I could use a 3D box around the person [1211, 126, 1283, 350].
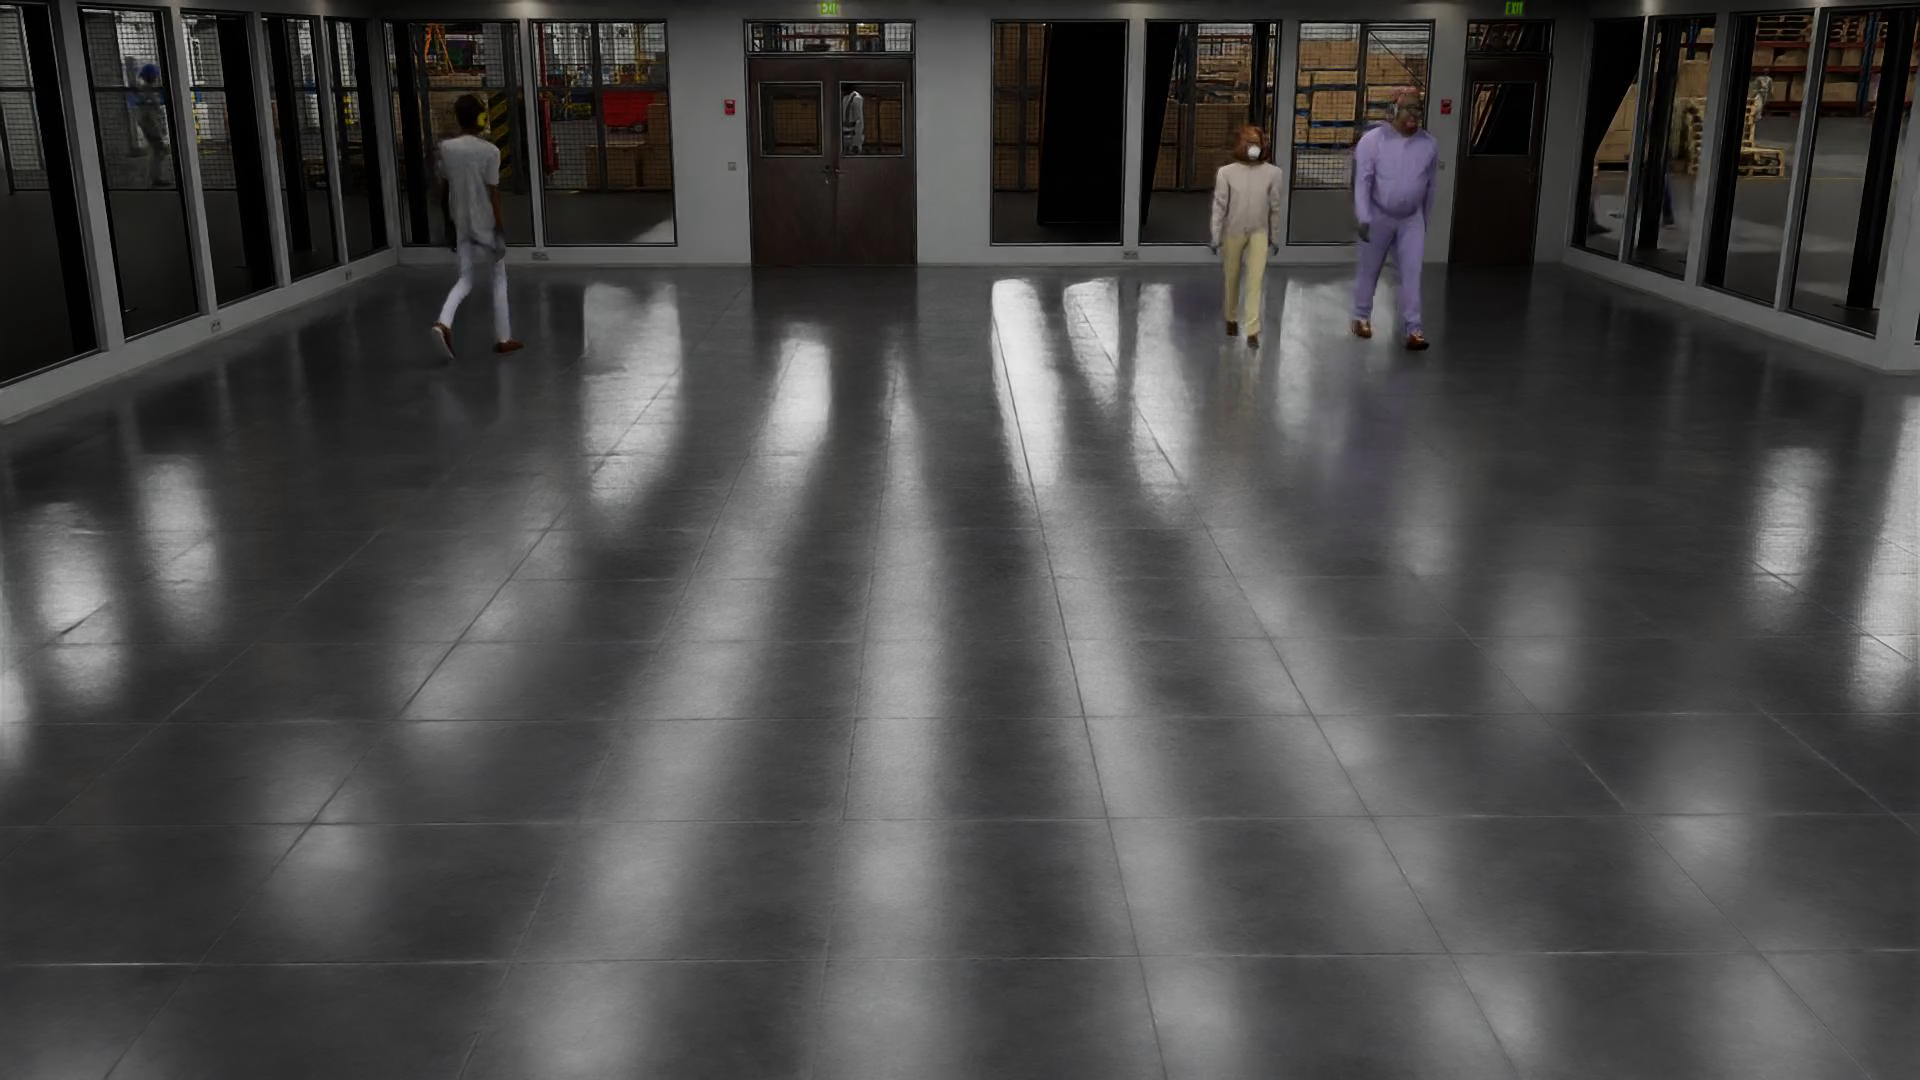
[{"bbox_3d":[2.114,-2.254,12.324,0.512,1.594,0.842,1,16,4],"label":"person"}]

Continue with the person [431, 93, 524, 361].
[{"bbox_3d":[-3.433,-2.180,11.648,0.526,1.846,0.810,5,17,17],"label":"person"}]

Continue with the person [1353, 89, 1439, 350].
[{"bbox_3d":[3.188,-2.357,12.227,0.643,1.856,1.012,-1,16,-3],"label":"person"}]
